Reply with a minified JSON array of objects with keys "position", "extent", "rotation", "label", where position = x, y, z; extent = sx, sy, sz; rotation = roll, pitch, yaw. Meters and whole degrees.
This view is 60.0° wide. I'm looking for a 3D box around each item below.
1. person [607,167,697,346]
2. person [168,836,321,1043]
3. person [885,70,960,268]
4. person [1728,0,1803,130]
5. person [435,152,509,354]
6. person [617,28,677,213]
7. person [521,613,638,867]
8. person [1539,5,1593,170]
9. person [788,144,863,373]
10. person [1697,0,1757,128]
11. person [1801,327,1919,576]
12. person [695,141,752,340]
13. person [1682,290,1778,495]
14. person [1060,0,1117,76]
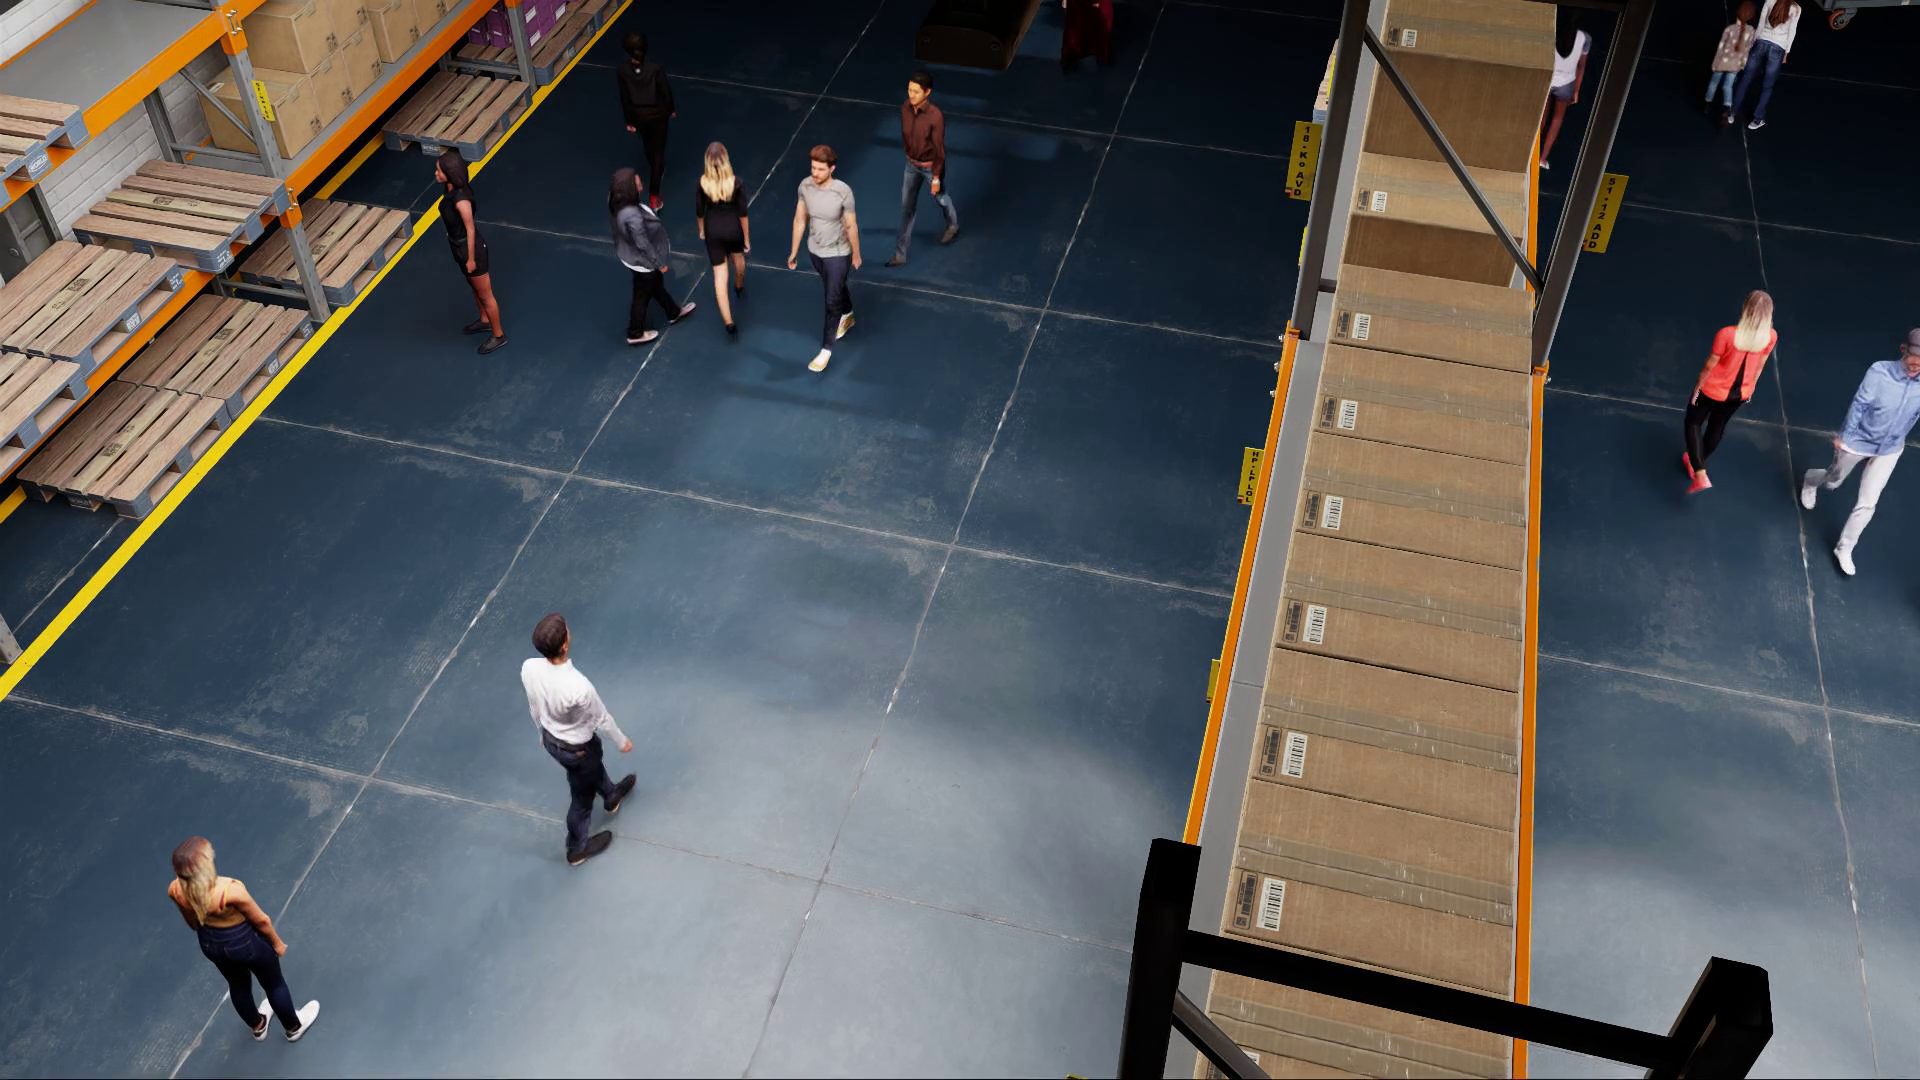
[{"position":[-2.606,-2.234,13.288],"extent":[1.029,1.574,0.976],"rotation":[-20,47,-20],"label":"person"},{"position":[-3.786,2.105,8.694],"extent":[0.608,1.627,0.548],"rotation":[4,44,4],"label":"person"},{"position":[-0.231,-3.202,14.192],"extent":[0.959,1.727,1.266],"rotation":[27,50,25],"label":"person"},{"position":[7.714,-4.687,15.873],"extent":[0.601,1.559,0.624],"rotation":[26,50,25],"label":"person"},{"position":[-3.910,-2.305,13.241],"extent":[0.724,1.741,0.671],"rotation":[-23,48,-23],"label":"person"},{"position":[-2.763,-3.708,14.787],"extent":[0.705,1.639,1.108],"rotation":[4,44,4],"label":"person"},{"position":[-2.275,1.211,9.475],"extent":[0.846,1.845,1.036],"rotation":[28,50,26],"label":"person"},{"position":[5.387,-4.058,15.099],"extent":[0.624,1.715,0.617],"rotation":[10,45,11],"label":"person"},{"position":[-0.995,-2.344,13.198],"extent":[0.845,1.856,1.177],"rotation":[22,48,21],"label":"person"},{"position":[7.419,-4.577,16.039],"extent":[0.580,1.171,0.851],"rotation":[2,44,2],"label":"person"},{"position":[6.282,-0.740,11.510],"extent":[0.745,1.862,1.185],"rotation":[6,44,6],"label":"person"},{"position":[-1.903,-2.384,13.403],"extent":[0.817,1.631,1.108],"rotation":[-3,44,-3],"label":"person"},{"position":[5.505,-1.004,11.922],"extent":[0.731,1.676,0.956],"rotation":[0,44,0],"label":"person"},{"position":[1.180,-5.414,16.509],"extent":[0.972,1.734,0.904],"rotation":[-27,50,-26],"label":"person"}]
